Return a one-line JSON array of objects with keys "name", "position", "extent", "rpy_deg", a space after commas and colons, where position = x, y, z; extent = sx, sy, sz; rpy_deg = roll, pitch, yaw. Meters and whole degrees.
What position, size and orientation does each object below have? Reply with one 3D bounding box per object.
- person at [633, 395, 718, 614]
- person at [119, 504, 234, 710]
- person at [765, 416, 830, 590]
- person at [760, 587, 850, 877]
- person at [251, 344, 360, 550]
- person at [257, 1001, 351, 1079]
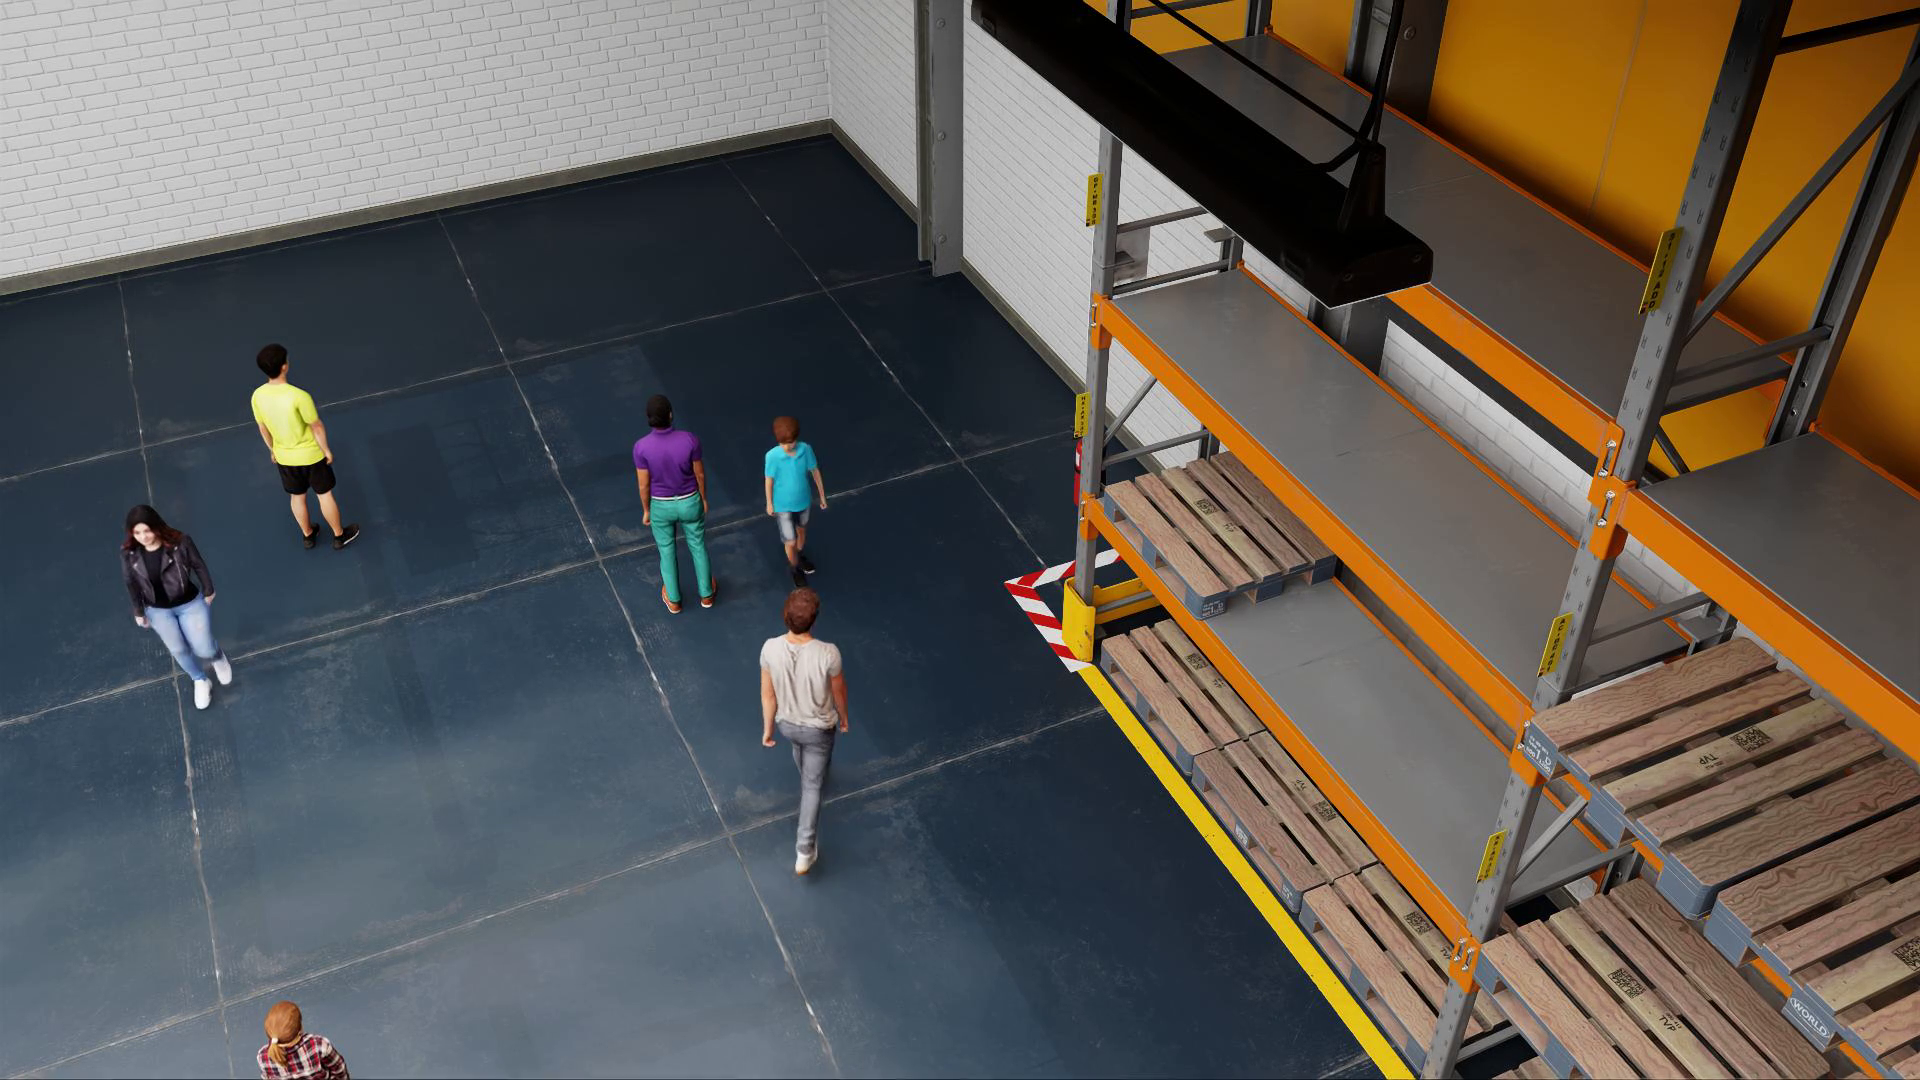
[{"name": "person", "position": [-1.976, -0.242, 11.552], "extent": [0.666, 1.767, 0.616], "rpy_deg": [-8, 39, -10]}, {"name": "person", "position": [-5.130, 0.377, 10.891], "extent": [0.703, 1.624, 0.712], "rpy_deg": [-8, 39, -10]}, {"name": "person", "position": [-1.238, -0.340, 11.942], "extent": [0.579, 1.434, 0.647], "rpy_deg": [-23, 44, -26]}, {"name": "person", "position": [-0.913, 1.146, 9.752], "extent": [1.108, 1.843, 1.301], "rpy_deg": [5, 39, 7]}, {"name": "person", "position": [-4.820, -0.658, 12.120], "extent": [0.706, 1.708, 0.716], "rpy_deg": [4, 39, 5]}, {"name": "person", "position": [-3.204, 2.719, 8.217], "extent": [0.569, 1.302, 0.561], "rpy_deg": [-9, 40, -11]}]
